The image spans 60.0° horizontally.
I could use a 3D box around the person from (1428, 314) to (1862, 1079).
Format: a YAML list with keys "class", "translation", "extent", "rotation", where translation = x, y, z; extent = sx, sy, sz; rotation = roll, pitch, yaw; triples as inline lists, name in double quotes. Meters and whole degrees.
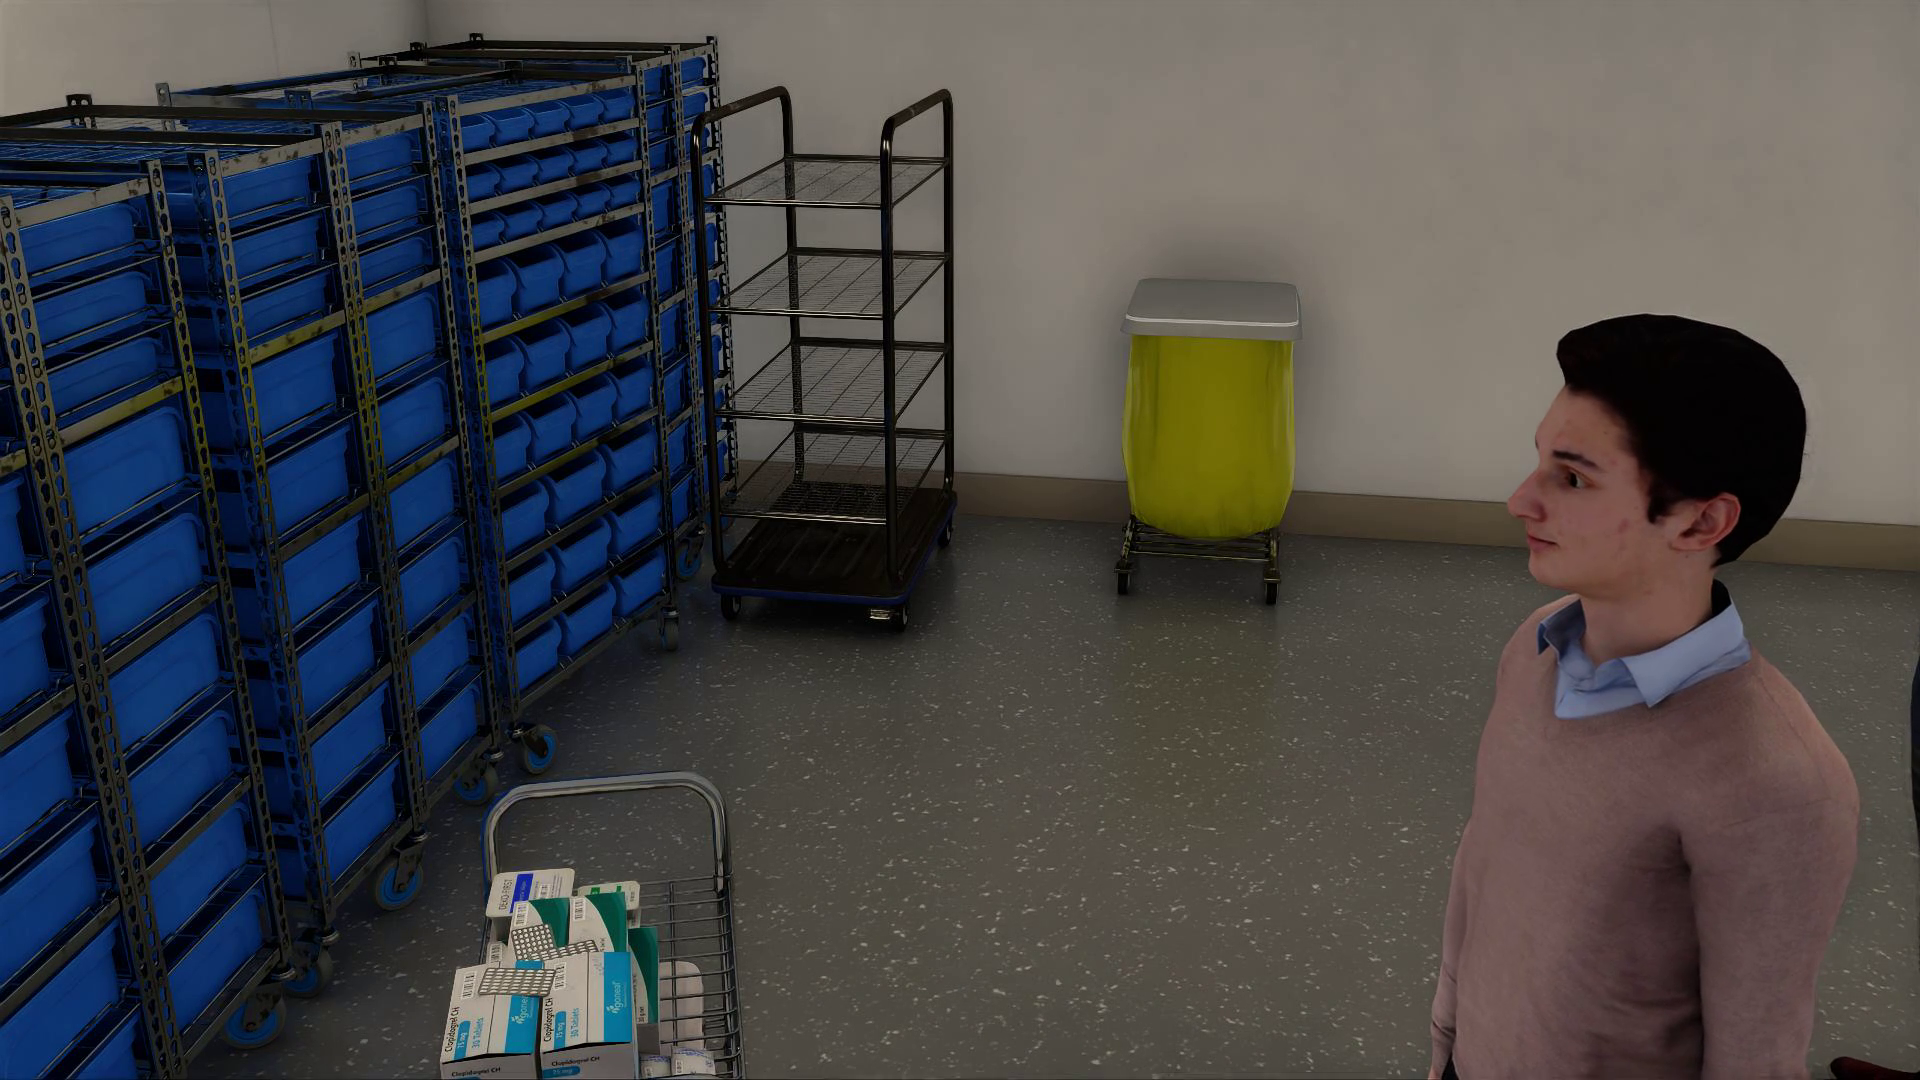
- class: "person"
  translation: [0.635, 0.655, 1.736]
  extent: [0.667, 1.808, 0.700]
  rotation: [-4, 21, -11]
